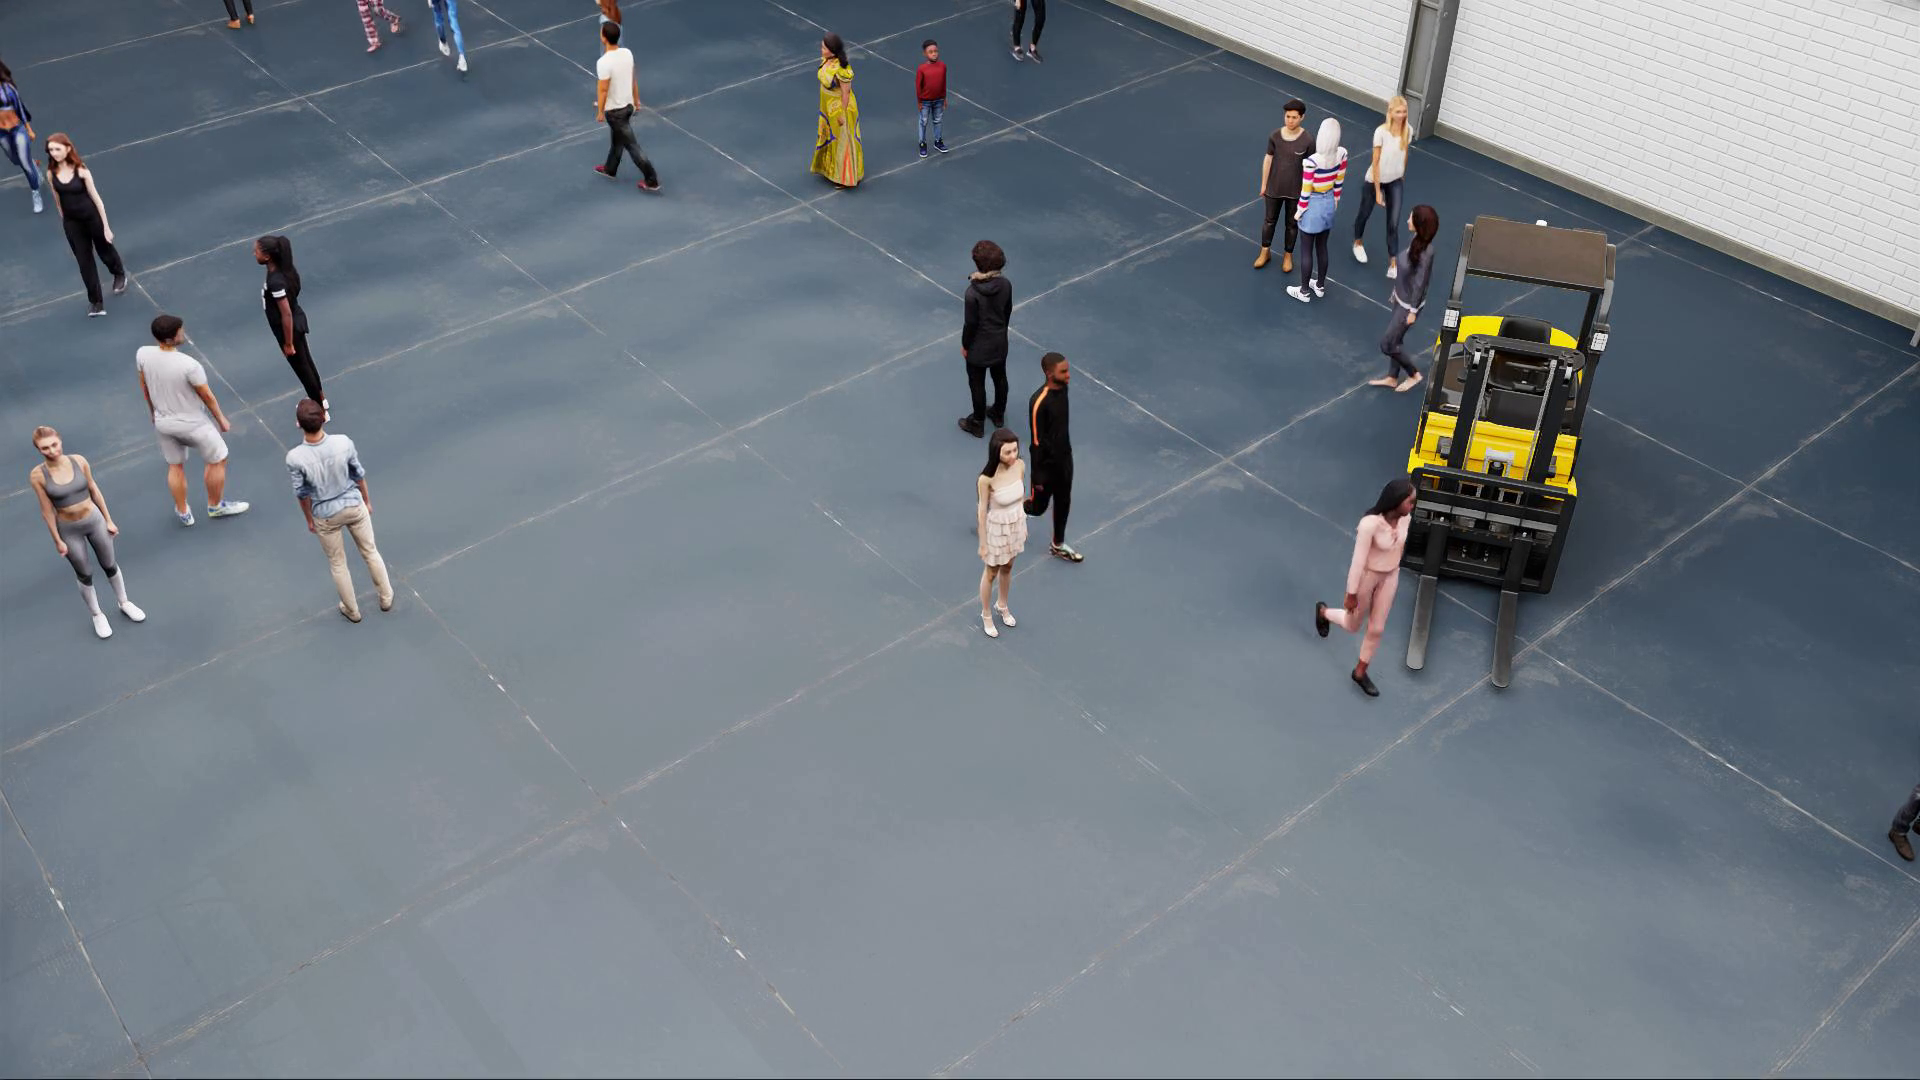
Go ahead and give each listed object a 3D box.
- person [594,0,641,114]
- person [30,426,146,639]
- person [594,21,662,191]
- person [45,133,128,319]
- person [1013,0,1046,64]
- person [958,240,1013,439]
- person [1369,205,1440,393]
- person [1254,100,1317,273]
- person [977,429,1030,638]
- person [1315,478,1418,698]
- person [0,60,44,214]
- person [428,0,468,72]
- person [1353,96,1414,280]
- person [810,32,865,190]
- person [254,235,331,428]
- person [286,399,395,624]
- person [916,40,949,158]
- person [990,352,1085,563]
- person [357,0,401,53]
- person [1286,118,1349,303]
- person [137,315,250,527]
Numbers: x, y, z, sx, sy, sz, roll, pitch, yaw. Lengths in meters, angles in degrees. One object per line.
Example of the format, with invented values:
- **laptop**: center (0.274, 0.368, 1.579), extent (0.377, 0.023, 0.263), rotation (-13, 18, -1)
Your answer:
- **person**: center (-3.832, -5.514, 18.782), extent (0.892, 1.458, 0.841), rotation (1, 39, 2)
- **person**: center (-6.227, -0.082, 11.786), extent (0.578, 1.702, 0.559), rotation (-32, 48, -33)
- **person**: center (-3.453, -4.435, 17.197), extent (1.223, 1.761, 0.956), rotation (18, 42, 21)
- **person**: center (-8.062, -2.978, 15.422), extent (1.008, 1.689, 1.220), rotation (-6, 39, -7)
- **person**: center (0.760, -6.590, 19.959), extent (0.654, 1.682, 0.720), rotation (-19, 42, -22)
- **person**: center (0.222, -1.650, 13.687), extent (0.639, 1.780, 0.609), rotation (-24, 44, -27)
- **person**: center (3.890, -2.034, 14.181), extent (0.847, 1.763, 0.783), rotation (0, 39, 0)
- **person**: center (3.128, -3.410, 15.941), extent (0.656, 1.717, 0.771), rotation (13, 40, 16)
- **person**: center (0.289, -0.057, 11.729), extent (0.577, 1.735, 0.525), rotation (-26, 45, -29)
- **person**: center (2.760, 0.254, 11.372), extent (0.775, 1.694, 1.053), rotation (-16, 41, -19)
- **person**: center (-9.689, -4.195, 17.022), extent (0.915, 1.596, 1.090), rotation (-7, 39, -9)
- **person**: center (-6.092, -6.395, 19.673), extent (0.758, 1.735, 1.282), rotation (-19, 42, -22)
- **person**: center (3.993, -3.436, 15.926), extent (0.920, 1.776, 1.143), rotation (-7, 39, -9)
- **person**: center (-1.278, -4.507, 17.370), extent (0.959, 1.659, 0.769), rotation (-20, 43, -23)
- **person**: center (-5.575, -1.751, 13.854), extent (0.758, 1.729, 0.639), rotation (-10, 40, -13)
- **person**: center (-4.421, -0.208, 11.827), extent (0.679, 1.848, 0.605), rotation (-20, 43, -23)
- **person**: center (-0.316, -4.820, 18.077), extent (0.561, 1.254, 0.577), rotation (-14, 41, -17)
- **person**: center (0.582, -0.620, 12.390), extent (1.071, 1.788, 0.771), rotation (24, 45, 27)
- **person**: center (-7.203, -6.851, 20.277), extent (0.920, 1.682, 0.947), rotation (10, 40, 12)
- **person**: center (3.329, -3.068, 15.440), extent (0.692, 1.808, 0.592), rotation (-19, 42, -22)
- **person**: center (-5.954, -0.897, 12.717), extent (0.825, 1.814, 0.934), rotation (-1, 39, -1)
